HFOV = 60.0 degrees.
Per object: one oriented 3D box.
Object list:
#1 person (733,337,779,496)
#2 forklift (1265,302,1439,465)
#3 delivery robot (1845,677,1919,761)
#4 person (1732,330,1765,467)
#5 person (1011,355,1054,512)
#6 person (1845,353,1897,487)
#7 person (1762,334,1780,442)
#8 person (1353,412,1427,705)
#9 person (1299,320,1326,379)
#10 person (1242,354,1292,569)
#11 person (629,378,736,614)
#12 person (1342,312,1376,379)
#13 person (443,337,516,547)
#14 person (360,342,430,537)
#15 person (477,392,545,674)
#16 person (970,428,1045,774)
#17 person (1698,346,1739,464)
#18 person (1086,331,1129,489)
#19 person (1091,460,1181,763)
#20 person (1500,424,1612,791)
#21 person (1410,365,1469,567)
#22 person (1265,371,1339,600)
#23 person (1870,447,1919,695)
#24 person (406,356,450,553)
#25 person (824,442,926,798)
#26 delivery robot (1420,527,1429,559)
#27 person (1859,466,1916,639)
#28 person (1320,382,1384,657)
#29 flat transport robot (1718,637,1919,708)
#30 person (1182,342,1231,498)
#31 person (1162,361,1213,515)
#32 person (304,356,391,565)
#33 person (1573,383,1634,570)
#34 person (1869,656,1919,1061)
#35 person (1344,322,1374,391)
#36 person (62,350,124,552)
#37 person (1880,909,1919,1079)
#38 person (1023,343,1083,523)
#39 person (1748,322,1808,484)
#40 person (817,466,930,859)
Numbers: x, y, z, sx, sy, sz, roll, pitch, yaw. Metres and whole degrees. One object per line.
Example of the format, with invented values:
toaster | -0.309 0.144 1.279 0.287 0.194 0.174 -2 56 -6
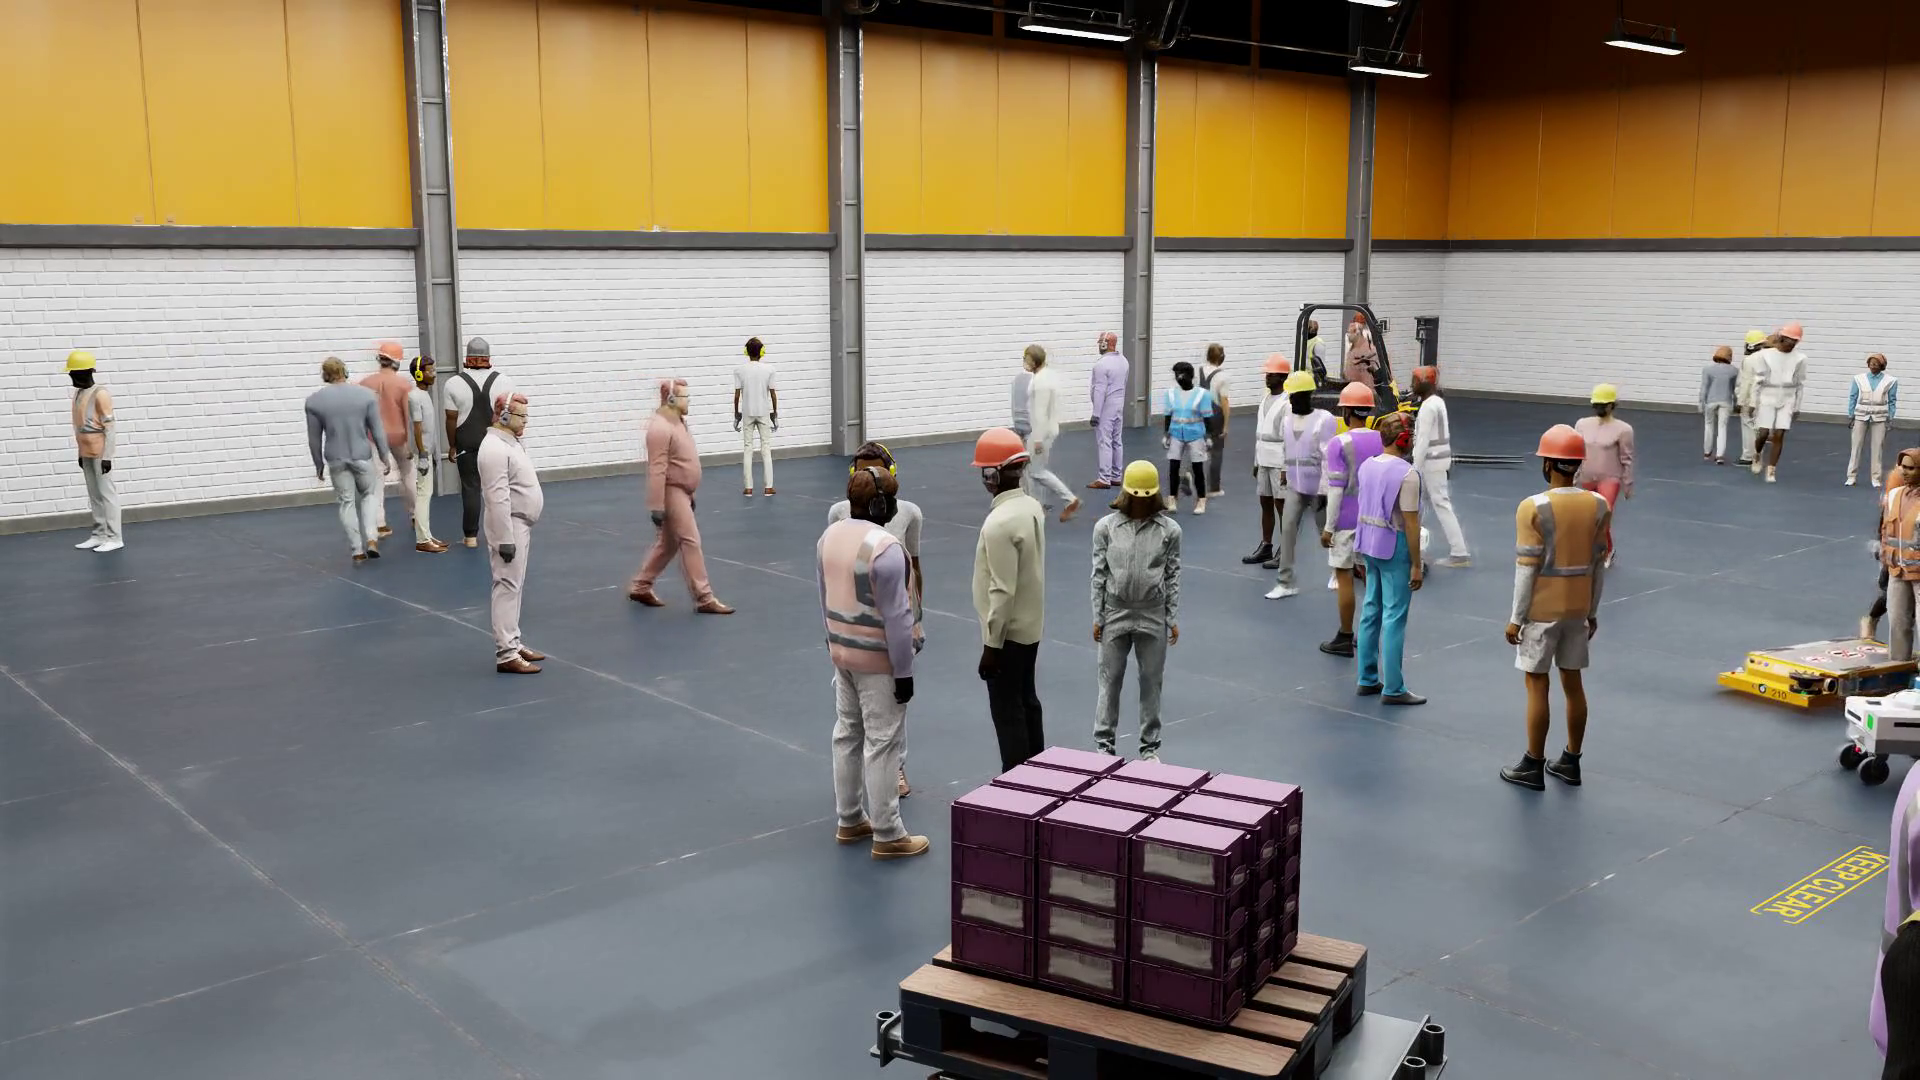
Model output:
person | -2.399 -1.441 19.545 0.532 1.862 0.310 -1 10 -4
forklift | 5.320 -2.157 22.763 2.313 2.155 1.214 3 10 16
delivery robot | 5.158 0.980 8.920 0.707 0.478 0.477 1 10 6
person | 10.585 -1.885 22.271 0.618 1.828 0.403 -8 13 -41
person | 0.800 -1.220 18.376 0.404 1.820 0.591 -6 11 -31
person | 11.135 -1.464 20.333 0.512 1.639 0.311 6 11 30
person | 12.269 -2.302 25.255 0.273 1.631 0.507 -3 10 -18
person | 2.699 0.114 10.480 0.389 1.847 0.567 -4 10 -22
person | 5.356 -2.456 25.546 0.430 1.845 0.619 -2 10 -12
person | 2.831 -0.712 15.040 0.347 1.943 0.544 -5 11 -25
person | -2.247 -0.349 13.143 0.897 1.872 0.662 1 10 3
person | 6.660 -2.855 27.763 0.573 1.883 0.356 -3 10 -16
person | -4.663 -0.960 16.207 0.684 2.000 0.535 -4 10 -20
person | -5.772 -1.041 16.942 0.636 1.940 0.995 1 10 6
person | -3.036 -0.053 11.308 0.409 1.903 0.638 -1 10 -8
person | 0.223 0.445 8.127 0.394 1.987 0.623 3 10 19
person | 10.365 -1.848 22.729 0.530 1.583 0.872 4 10 21
person | 1.778 -1.577 20.199 0.410 1.913 0.643 7 12 34
person | 0.945 0.429 8.963 0.483 1.738 0.310 0 10 1
person | 3.133 0.357 8.796 0.552 1.937 0.356 -3 10 -18
person | 4.257 -0.674 15.180 0.789 1.859 0.594 4 10 20
person | 2.928 -0.475 13.849 0.993 1.879 0.592 -9 13 -42
person | 6.001 0.225 10.473 0.320 1.628 0.508 -3 10 -15
person | -5.087 -0.816 15.865 0.324 1.871 0.526 -2 10 -11
person | -0.442 0.416 8.647 0.531 1.870 0.316 0 10 0
delivery robot | 3.754 0.000 14.656 0.707 0.478 0.477 0 10 1
person | 6.563 0.032 11.457 0.592 1.667 0.459 -1 10 -5
person | 2.772 -0.145 11.738 0.551 1.934 0.373 -5 11 -27
flat transport robot | 5.706 0.844 10.815 1.431 0.197 0.652 -5 11 -26
person | 2.862 -1.359 19.214 0.539 1.815 0.621 9 13 41
person | 2.496 -1.114 18.147 0.566 1.680 0.348 5 11 28
person | -5.574 -0.716 15.189 0.711 1.900 0.451 -3 10 -17
person | 5.663 -0.530 14.617 0.875 1.732 0.504 -9 13 -42
person | 2.290 1.157 3.806 0.370 2.044 0.608 5 11 29
person | 5.795 -2.178 23.810 0.606 1.885 0.659 -1 10 -5
person | -8.267 -0.844 15.869 0.589 1.924 0.384 8 12 38
person | 2.123 1.350 3.265 0.626 1.844 0.429 0 10 1
person | 0.896 -1.085 17.287 0.637 1.920 0.644 1 10 3
person | 10.144 -1.707 20.663 0.644 2.015 0.570 2 10 13
person | -0.404 0.570 7.834 0.429 1.845 0.622 -7 12 -37
